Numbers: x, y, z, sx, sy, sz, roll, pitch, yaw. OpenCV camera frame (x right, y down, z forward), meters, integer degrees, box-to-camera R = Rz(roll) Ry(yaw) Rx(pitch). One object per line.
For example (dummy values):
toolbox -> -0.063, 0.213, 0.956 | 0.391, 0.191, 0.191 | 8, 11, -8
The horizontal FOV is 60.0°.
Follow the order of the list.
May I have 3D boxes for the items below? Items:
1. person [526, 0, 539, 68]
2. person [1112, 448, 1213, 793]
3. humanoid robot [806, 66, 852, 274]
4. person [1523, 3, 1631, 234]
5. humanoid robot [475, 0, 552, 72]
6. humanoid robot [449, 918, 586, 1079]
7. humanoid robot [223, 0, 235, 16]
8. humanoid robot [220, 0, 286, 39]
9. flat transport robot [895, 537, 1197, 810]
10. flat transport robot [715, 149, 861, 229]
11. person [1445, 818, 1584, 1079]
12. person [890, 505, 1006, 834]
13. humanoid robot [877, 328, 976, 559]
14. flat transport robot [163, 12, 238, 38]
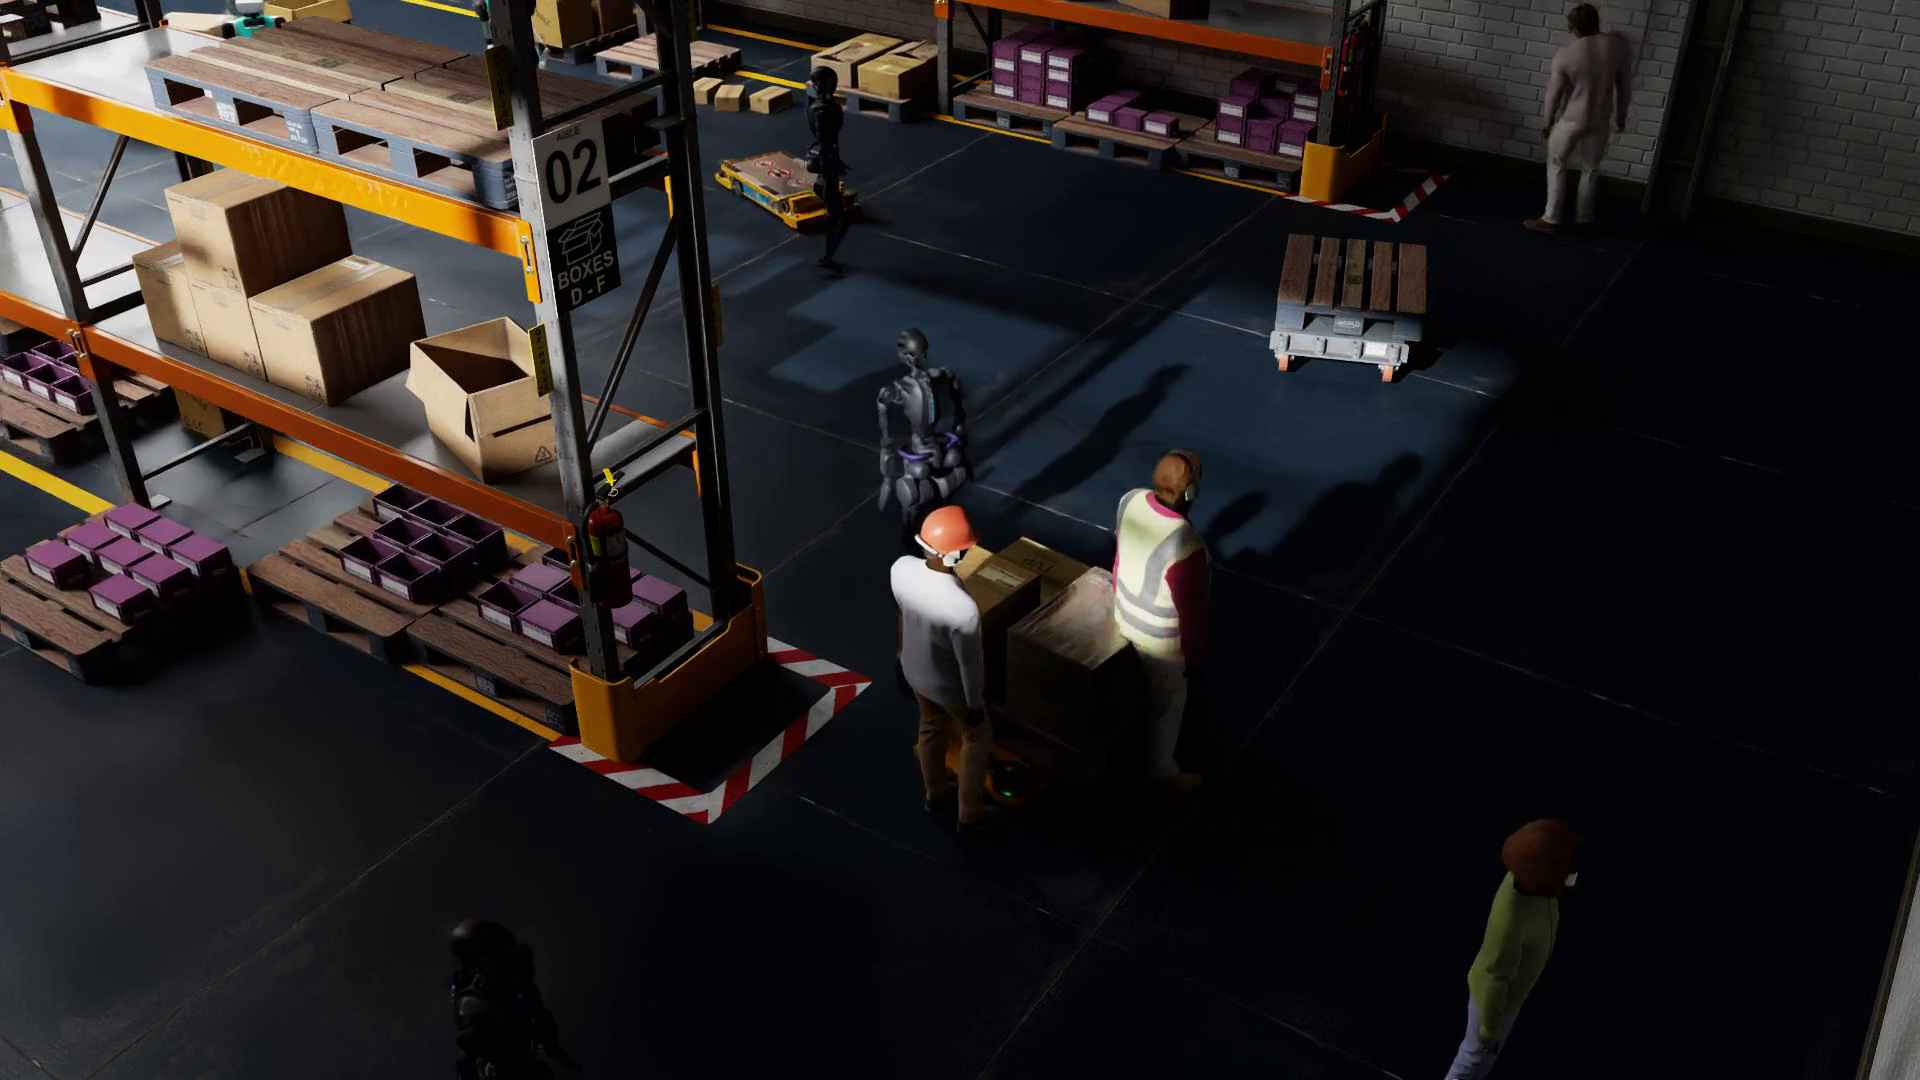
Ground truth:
person -> -3.953, -4.274, 14.915 | 0.436, 1.942, 0.487 | 6, 33, 8
person -> 0.873, 0.408, 7.828 | 0.574, 1.822, 0.625 | -6, 34, -9
humanoid robot -> -1.024, -2.901, 13.040 | 0.325, 1.655, 0.607 | 2, 33, 3
person -> 5.157, -3.436, 13.674 | 0.767, 1.901, 0.351 | -1, 33, -1
humanoid robot -> -4.233, -4.766, 15.978 | 0.801, 1.888, 0.530 | 23, 40, 31
humanoid robot -> -1.572, 1.901, 5.705 | 0.761, 1.638, 0.590 | 5, 33, 8
humanoid robot -> -8.246, -6.620, 18.736 | 0.534, 1.762, 1.013 | -26, 41, -34
humanoid robot -> -5.833, -3.662, 14.211 | 0.532, 1.772, 1.018 | -17, 37, -24
flat transport robot -> 0.474, 0.835, 8.590 | 0.659, 0.231, 1.431 | 25, 40, 33
flat transport robot -> -1.532, -3.105, 14.645 | 0.659, 0.231, 1.431 | -21, 39, -29
person -> 1.999, 1.645, 6.095 | 0.265, 1.628, 0.509 | 19, 38, 26
person -> -0.053, 0.584, 7.618 | 0.400, 1.745, 0.586 | -26, 41, -34
humanoid robot -> -0.140, -0.379, 9.181 | 0.609, 1.624, 0.524 | -21, 38, -28
flat transport robot -> -7.587, -4.191, 16.315 | 1.431, 0.231, 0.659 | 6, 34, 9
